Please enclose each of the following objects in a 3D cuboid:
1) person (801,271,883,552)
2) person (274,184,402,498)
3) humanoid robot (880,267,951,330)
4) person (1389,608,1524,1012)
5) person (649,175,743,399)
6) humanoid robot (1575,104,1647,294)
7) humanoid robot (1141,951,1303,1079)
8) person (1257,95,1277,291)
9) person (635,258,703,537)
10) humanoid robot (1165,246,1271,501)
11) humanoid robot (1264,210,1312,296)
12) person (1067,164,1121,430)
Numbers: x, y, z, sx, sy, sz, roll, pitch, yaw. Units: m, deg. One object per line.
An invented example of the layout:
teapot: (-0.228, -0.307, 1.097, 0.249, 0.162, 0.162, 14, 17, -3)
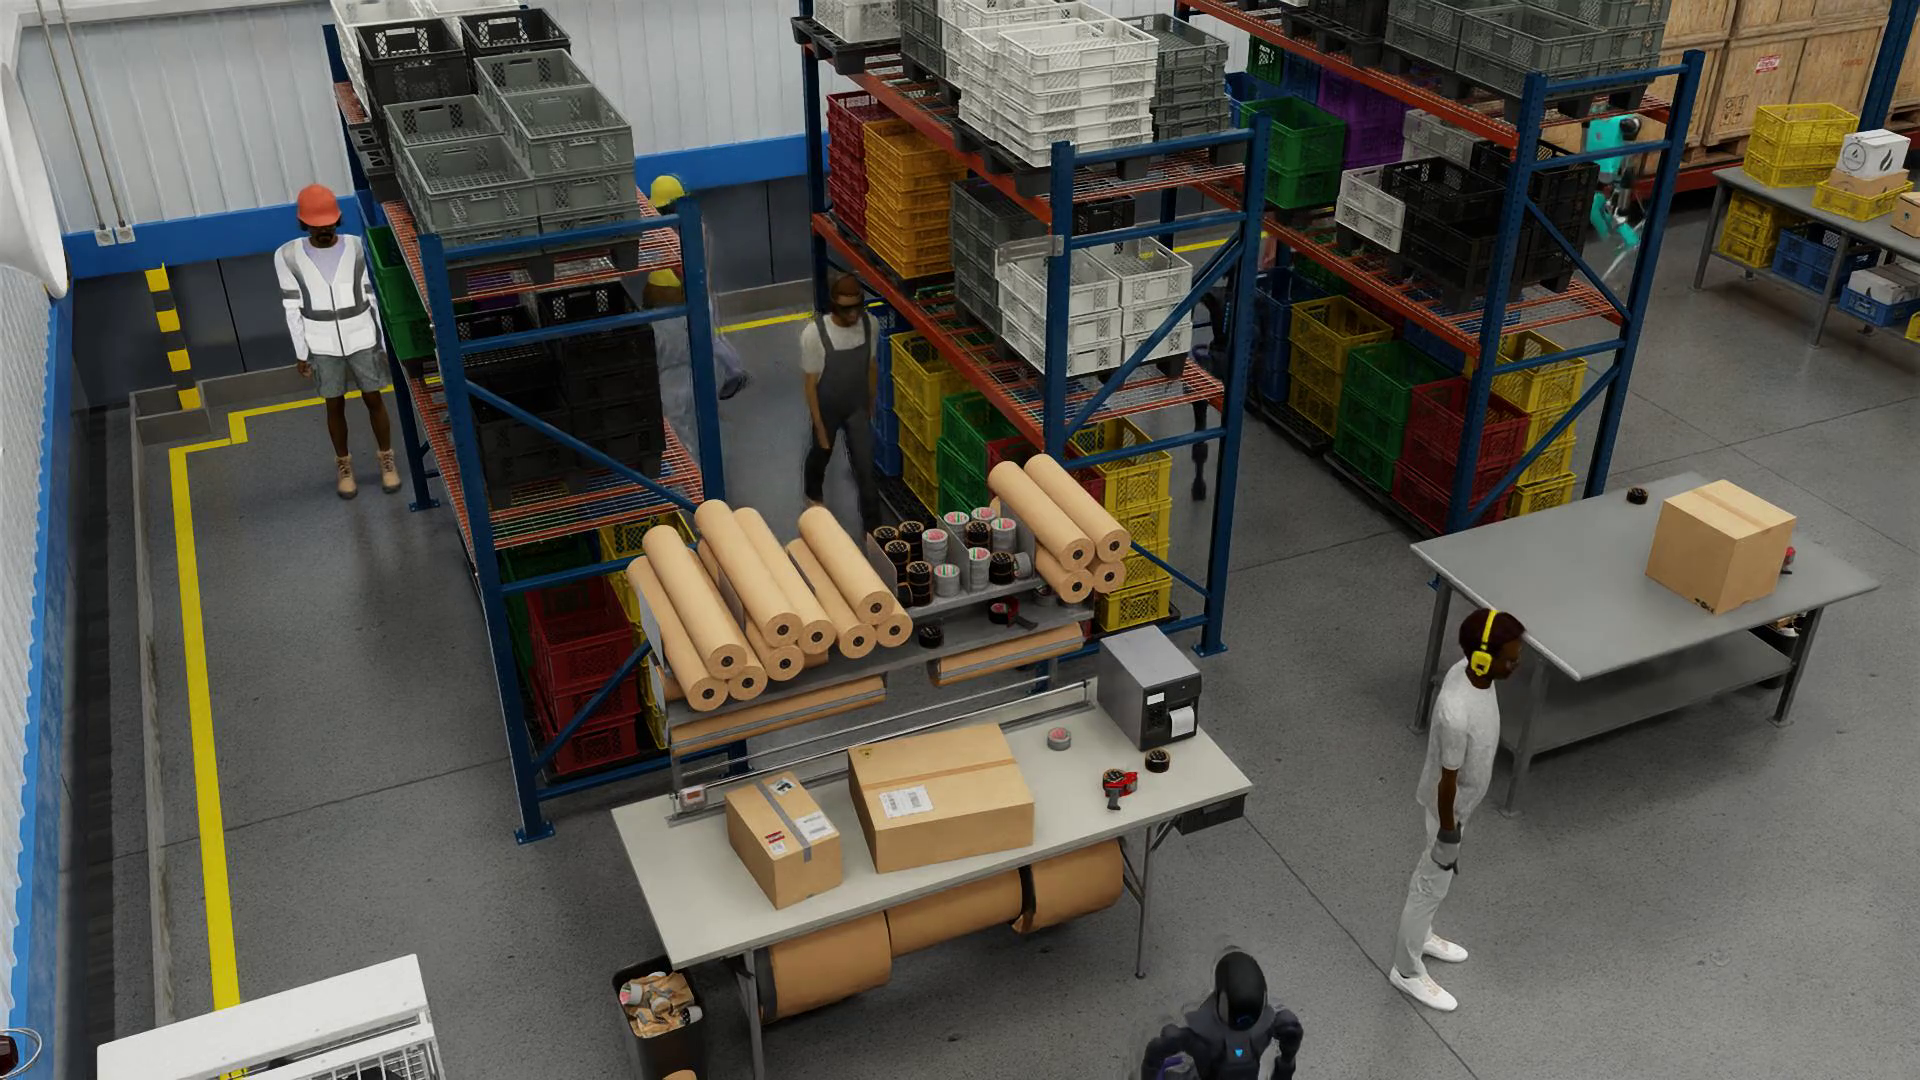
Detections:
person: (-0.717, -0.797, 9.816, 0.501, 1.796, 0.954, -14, 34, -22)
person: (-3.800, -1.217, 10.270, 0.608, 2.040, 0.395, -10, 33, -16)
humanoid robot: (-0.258, -2.018, 11.865, 0.872, 1.765, 0.531, -3, 32, -5)
person: (2.008, 1.073, 6.700, 0.329, 1.874, 0.507, 13, 34, 20)
person: (-1.856, -1.658, 11.283, 0.518, 1.725, 0.887, 18, 36, 27)
humanoid robot: (5.146, -2.628, 12.928, 0.823, 1.871, 0.557, -14, 34, -22)
humanoid robot: (0.816, 1.937, 5.523, 0.597, 1.630, 0.736, -6, 32, -9)
person: (2.597, -2.940, 13.245, 0.863, 1.852, 0.608, -17, 35, -25)
person: (-1.710, -0.861, 10.019, 0.491, 1.685, 0.929, -26, 40, -36)
humanoid robot: (1.588, -1.052, 10.344, 0.611, 1.649, 0.469, 4, 32, 7)
humanoid robot: (2.544, -2.466, 12.674, 0.654, 1.632, 0.587, -1, 32, -1)
person: (0.849, -1.604, 11.079, 0.630, 1.840, 0.429, 25, 40, 35)
